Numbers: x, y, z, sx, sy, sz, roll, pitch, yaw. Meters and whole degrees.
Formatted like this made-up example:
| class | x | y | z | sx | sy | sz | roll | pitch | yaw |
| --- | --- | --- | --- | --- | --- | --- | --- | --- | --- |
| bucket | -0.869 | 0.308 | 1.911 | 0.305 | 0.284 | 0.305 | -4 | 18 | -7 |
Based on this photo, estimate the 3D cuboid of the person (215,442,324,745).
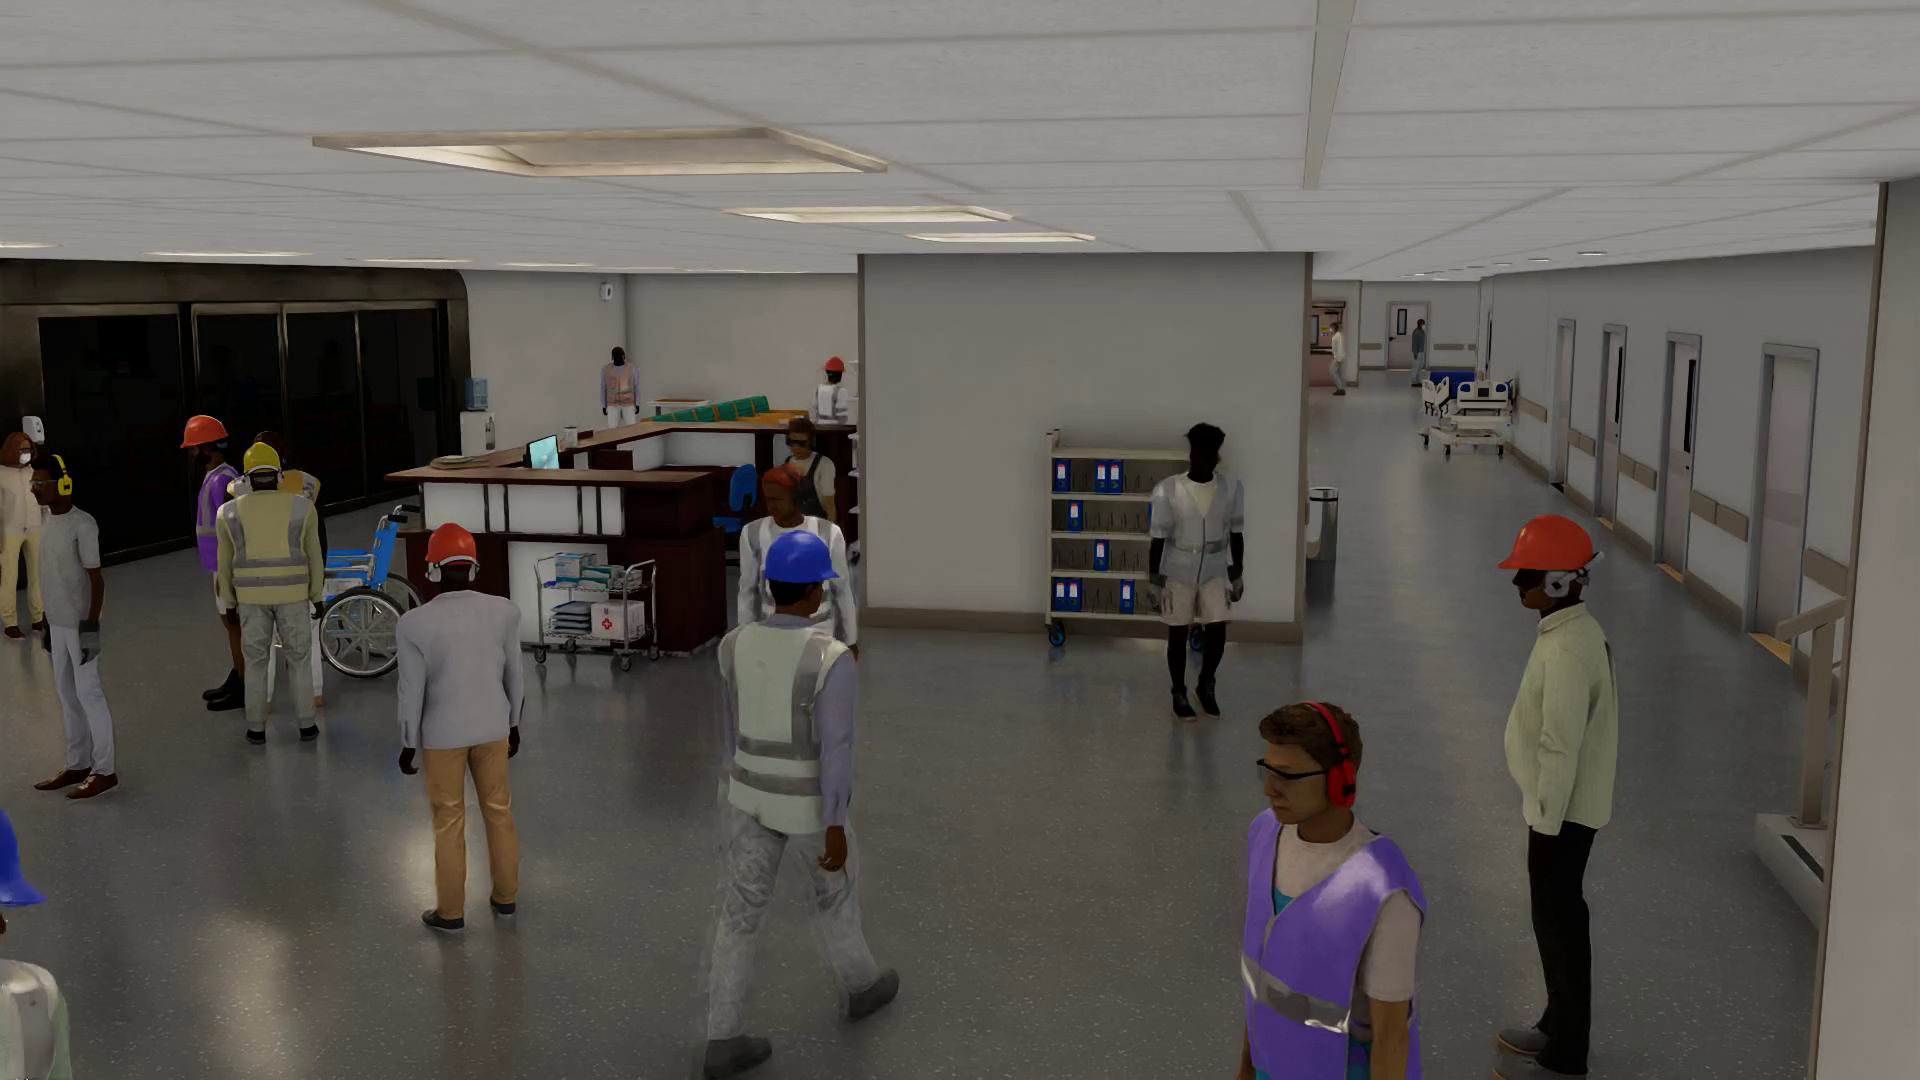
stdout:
| class | x | y | z | sx | sy | sz | roll | pitch | yaw |
| --- | --- | --- | --- | --- | --- | --- | --- | --- | --- |
| person | -4.156 | 0.325 | 10.058 | 0.592 | 1.826 | 0.404 | -3 | 9 | -18 |

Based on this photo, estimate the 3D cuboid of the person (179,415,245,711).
| class | x | y | z | sx | sy | sz | roll | pitch | yaw |
| --- | --- | --- | --- | --- | --- | --- | --- | --- | --- |
| person | -4.834 | 0.149 | 10.860 | 0.385 | 1.928 | 0.547 | -4 | 9 | -25 |

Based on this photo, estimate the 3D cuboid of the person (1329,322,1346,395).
| class | x | y | z | sx | sy | sz | roll | pitch | yaw |
| --- | --- | --- | --- | --- | --- | --- | --- | --- | --- |
| person | 9.785 | -4.684 | 43.049 | 0.527 | 1.905 | 0.633 | 1 | 9 | 8 |

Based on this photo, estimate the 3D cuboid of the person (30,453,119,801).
| class | x | y | z | sx | sy | sz | roll | pitch | yaw |
| --- | --- | --- | --- | --- | --- | --- | --- | --- | --- |
| person | -4.816 | 0.462 | 8.979 | 0.526 | 1.871 | 0.324 | 6 | 10 | 34 |

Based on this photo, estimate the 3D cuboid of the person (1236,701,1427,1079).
| class | x | y | z | sx | sy | sz | roll | pitch | yaw |
| --- | --- | --- | --- | --- | --- | --- | --- | --- | --- |
| person | 0.834 | 1.260 | 3.808 | 0.377 | 1.836 | 0.566 | -3 | 9 | -22 |

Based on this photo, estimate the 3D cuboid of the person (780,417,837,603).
| class | x | y | z | sx | sy | sz | roll | pitch | yaw |
| --- | --- | --- | --- | --- | --- | --- | --- | --- | --- |
| person | -1.113 | -0.001 | 12.238 | 0.583 | 1.824 | 0.417 | 7 | 11 | 39 |

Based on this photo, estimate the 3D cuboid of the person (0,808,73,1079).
| class | x | y | z | sx | sy | sz | roll | pitch | yaw |
| --- | --- | --- | --- | --- | --- | --- | --- | --- | --- |
| person | -1.759 | 1.375 | 2.759 | 0.601 | 1.916 | 0.713 | 5 | 10 | 29 |

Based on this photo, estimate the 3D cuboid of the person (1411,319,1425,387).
| class | x | y | z | sx | sy | sz | roll | pitch | yaw |
| --- | --- | --- | --- | --- | --- | --- | --- | --- | --- |
| person | 12.885 | -5.252 | 46.729 | 0.381 | 1.928 | 0.636 | 6 | 11 | 36 |

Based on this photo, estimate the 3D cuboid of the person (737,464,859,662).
| class | x | y | z | sx | sy | sz | roll | pitch | yaw |
| --- | --- | --- | --- | --- | --- | --- | --- | --- | --- |
| person | -0.859 | 0.504 | 8.831 | 0.617 | 1.821 | 1.010 | 2 | 9 | 14 |

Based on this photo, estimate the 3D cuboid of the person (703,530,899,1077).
| class | x | y | z | sx | sy | sz | roll | pitch | yaw |
| --- | --- | --- | --- | --- | --- | --- | --- | --- | --- |
| person | -0.602 | 0.905 | 5.965 | 0.630 | 1.895 | 0.994 | 5 | 10 | 32 |

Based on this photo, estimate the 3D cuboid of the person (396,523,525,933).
| class | x | y | z | sx | sy | sz | roll | pitch | yaw |
| --- | --- | --- | --- | --- | --- | --- | --- | --- | --- |
| person | -2.142 | 0.798 | 7.130 | 0.562 | 1.753 | 0.327 | -7 | 11 | -39 |

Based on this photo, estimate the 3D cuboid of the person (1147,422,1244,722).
| class | x | y | z | sx | sy | sz | roll | pitch | yaw |
| --- | --- | --- | --- | --- | --- | --- | --- | --- | --- |
| person | 1.477 | 0.216 | 10.424 | 0.655 | 1.926 | 0.552 | -1 | 9 | -5 |

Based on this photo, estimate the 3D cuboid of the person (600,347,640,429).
| class | x | y | z | sx | sy | sz | roll | pitch | yaw |
| --- | --- | --- | --- | --- | --- | --- | --- | --- | --- |
| person | -5.418 | -2.164 | 26.546 | 0.629 | 1.837 | 0.429 | -1 | 9 | -5 |

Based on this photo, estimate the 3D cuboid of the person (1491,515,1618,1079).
| class | x | y | z | sx | sy | sz | roll | pitch | yaw |
| --- | --- | --- | --- | --- | --- | --- | --- | --- | --- |
| person | 2.018 | 0.901 | 5.695 | 0.410 | 1.986 | 0.617 | 3 | 9 | 21 |

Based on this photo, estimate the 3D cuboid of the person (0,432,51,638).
| class | x | y | z | sx | sy | sz | roll | pitch | yaw |
| --- | --- | --- | --- | --- | --- | --- | --- | --- | --- |
| person | -7.407 | -0.042 | 13.146 | 0.286 | 1.628 | 0.505 | 5 | 10 | 32 |

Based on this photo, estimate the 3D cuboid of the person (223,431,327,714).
| class | x | y | z | sx | sy | sz | roll | pitch | yaw |
| --- | --- | --- | --- | --- | --- | --- | --- | --- | --- |
| person | -4.430 | 0.211 | 10.797 | 0.624 | 1.833 | 0.431 | -5 | 10 | -32 |
